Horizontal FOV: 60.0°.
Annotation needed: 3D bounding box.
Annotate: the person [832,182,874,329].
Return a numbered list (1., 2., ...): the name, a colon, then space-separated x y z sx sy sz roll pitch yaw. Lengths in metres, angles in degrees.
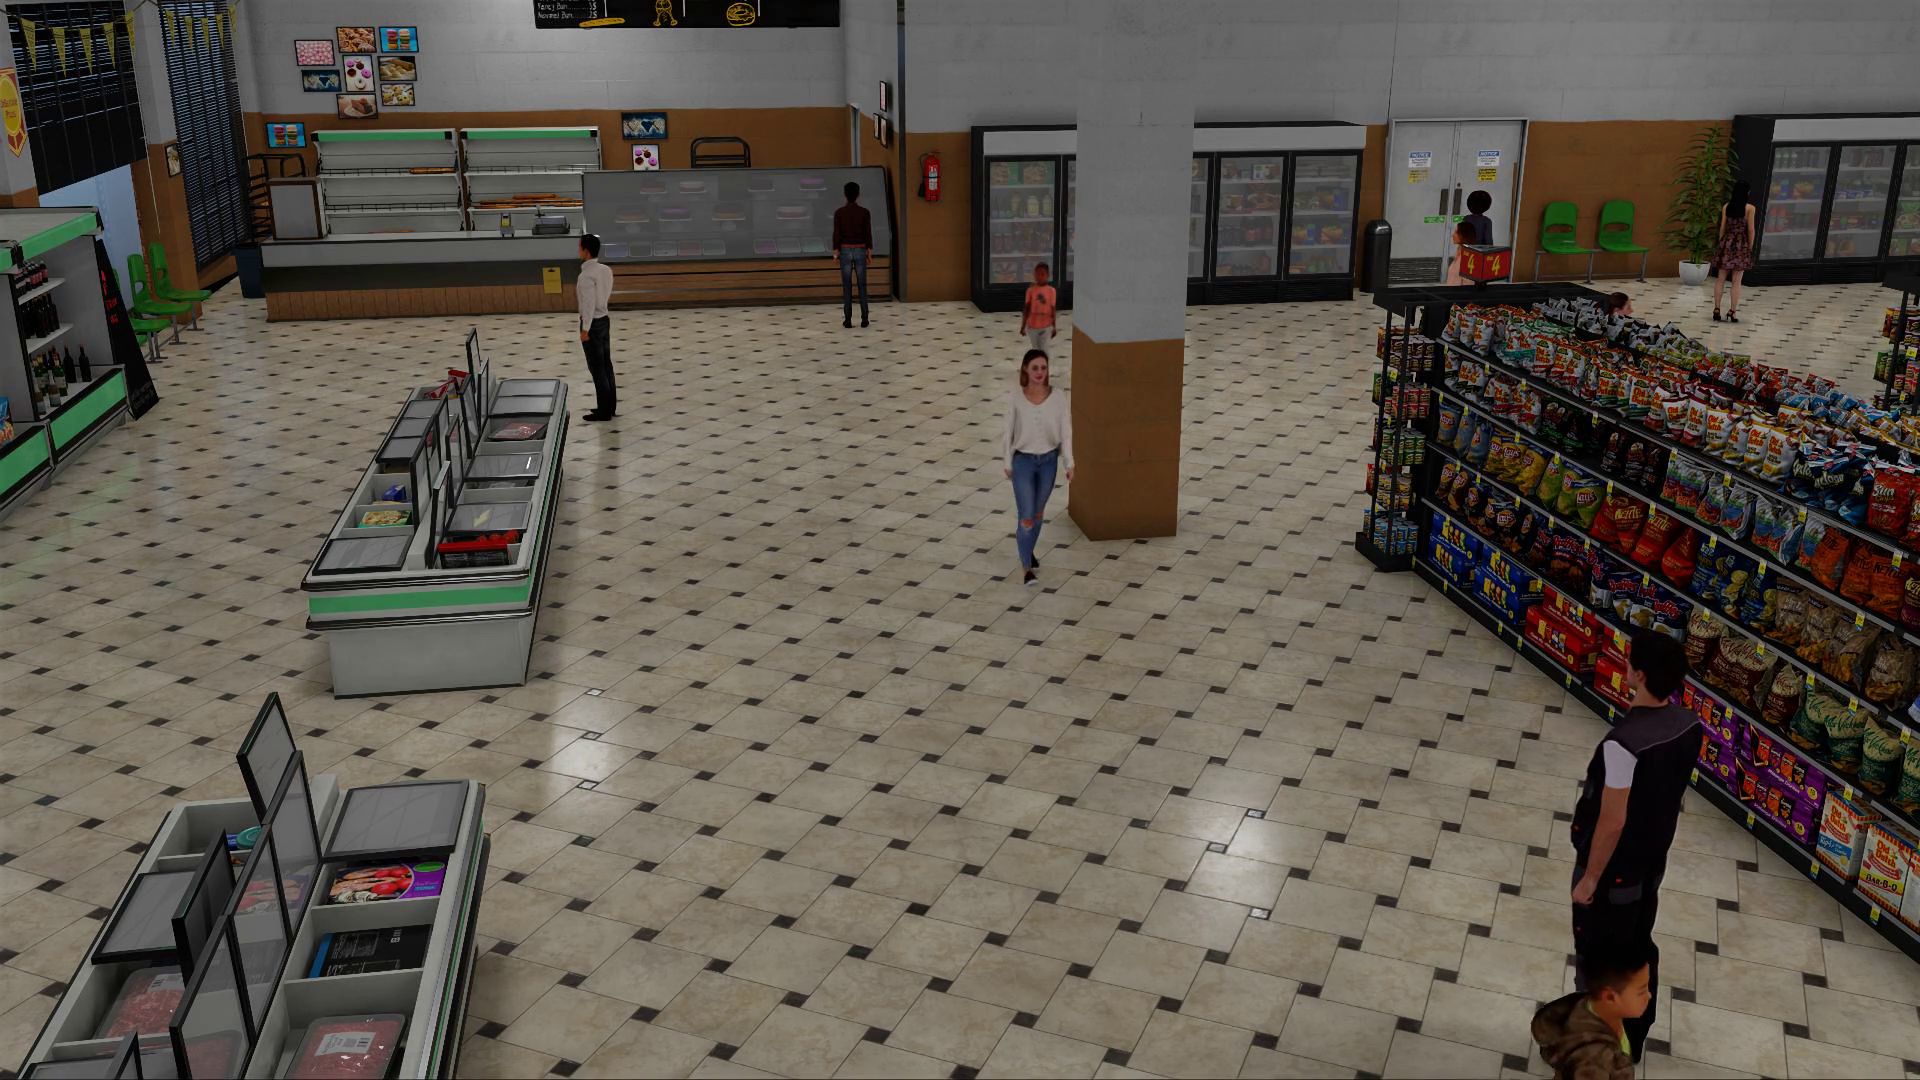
1. person: -1.318 -3.520 20.541 0.653 1.780 0.520 -2 19 -6

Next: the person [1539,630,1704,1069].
1. person: 2.561 1.219 6.381 0.744 1.849 0.729 -13 23 -34

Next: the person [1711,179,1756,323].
1. person: 9.714 -3.627 20.866 0.860 1.774 0.784 -17 25 -42

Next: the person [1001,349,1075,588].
1. person: 0.517 -0.538 11.889 0.624 1.657 0.978 -3 19 -10

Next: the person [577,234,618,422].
1. person: -3.538 -2.071 16.194 0.784 1.811 0.621 3 19 9

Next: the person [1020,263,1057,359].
1. person: 0.864 -2.286 17.669 0.743 1.277 0.962 6 19 16

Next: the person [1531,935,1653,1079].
1. person: 1.834 1.867 5.120 0.976 1.426 0.985 9 21 24

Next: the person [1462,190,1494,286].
1. person: 6.271 -3.396 20.284 0.629 1.710 0.720 18 25 42

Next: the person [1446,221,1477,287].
1. person: 5.157 -2.393 17.179 0.683 1.792 0.514 0 19 0
